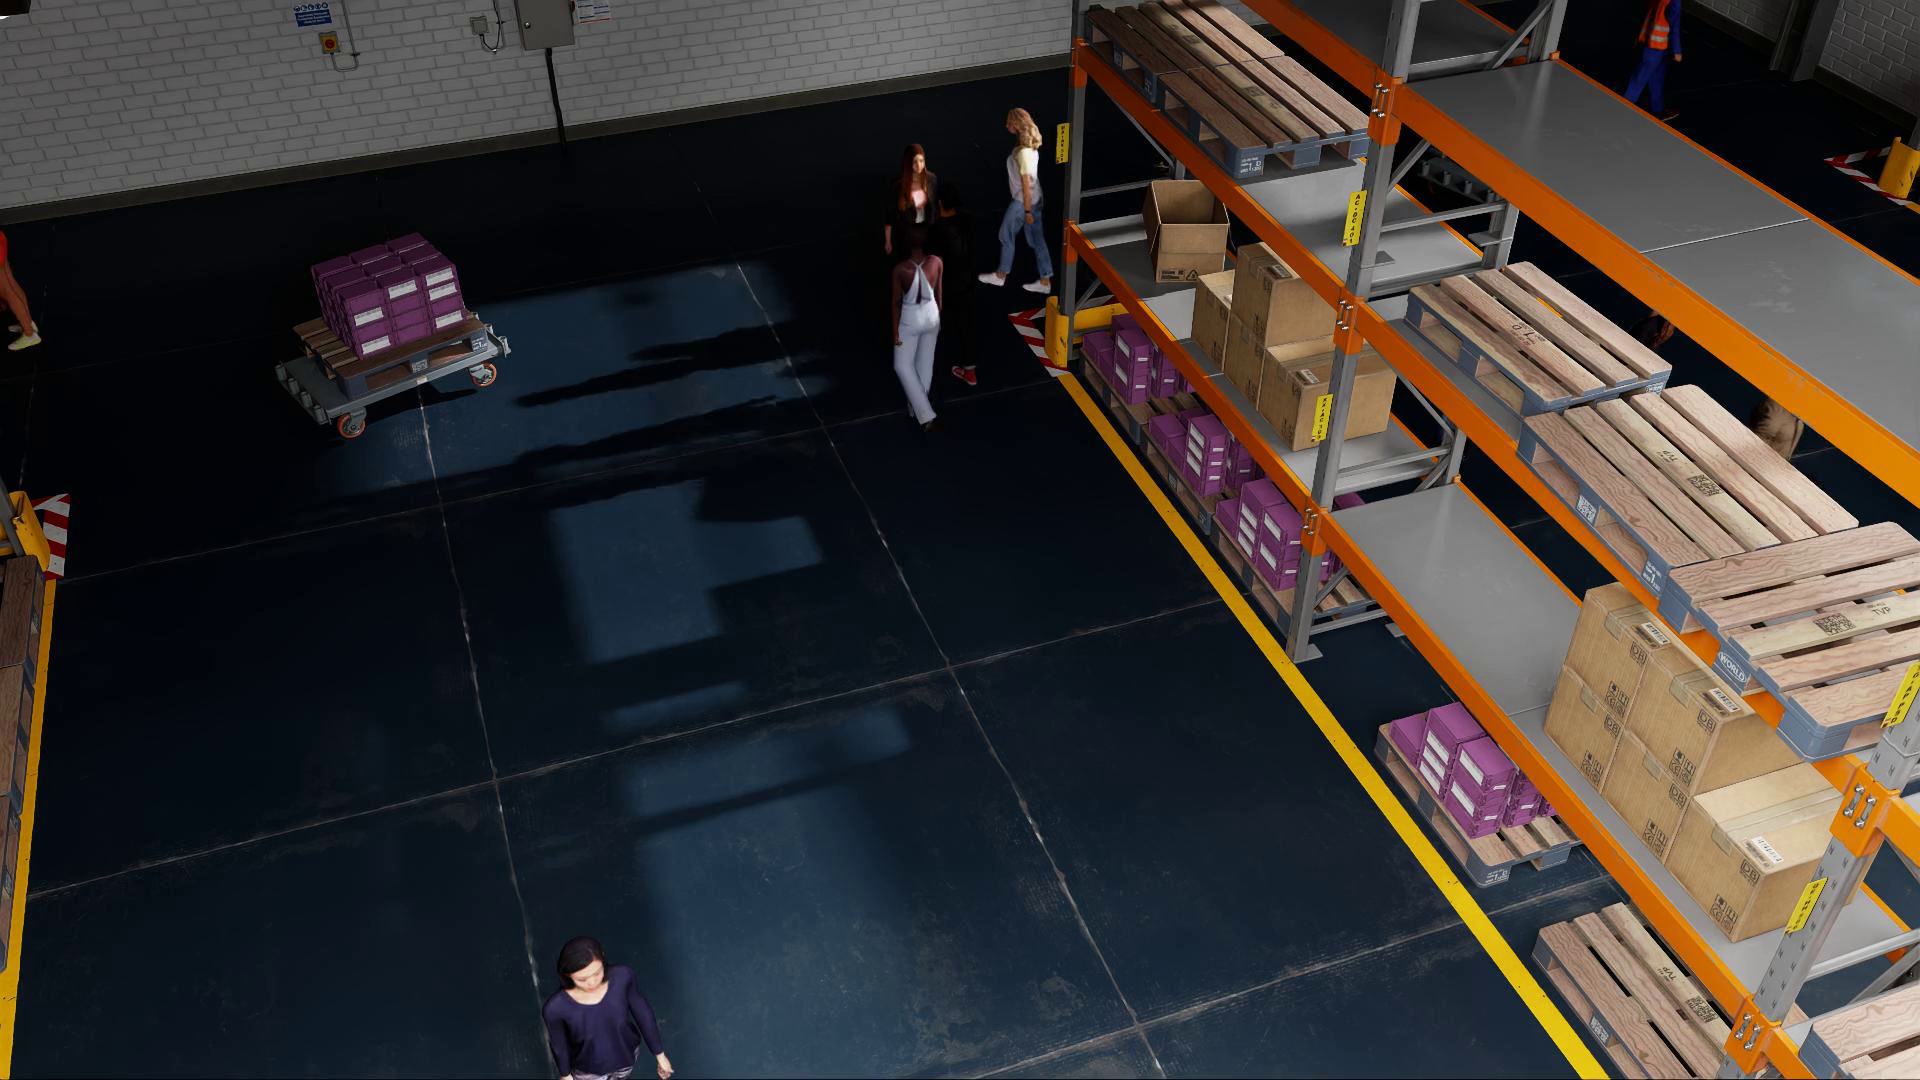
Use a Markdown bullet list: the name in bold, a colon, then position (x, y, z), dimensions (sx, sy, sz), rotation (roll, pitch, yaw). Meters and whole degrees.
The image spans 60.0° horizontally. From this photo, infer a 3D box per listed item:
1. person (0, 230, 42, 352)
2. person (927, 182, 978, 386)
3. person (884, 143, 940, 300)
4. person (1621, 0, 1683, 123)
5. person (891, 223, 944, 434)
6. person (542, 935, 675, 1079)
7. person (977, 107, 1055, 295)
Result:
- **person**: position (-8.086, -2.456, 13.841), dimensions (0.649, 1.788, 0.476), rotation (-7, 39, -9)
- **person**: position (-0.019, -2.005, 13.322), dimensions (0.890, 1.730, 1.096), rotation (-31, 48, -33)
- **person**: position (-0.434, -2.630, 14.130), dimensions (0.673, 1.698, 0.722), rotation (-20, 43, -23)
- **person**: position (7.033, -5.049, 17.050), dimensions (0.970, 1.834, 1.078), rotation (-1, 39, -1)
- **person**: position (-0.286, -1.579, 12.758), dimensions (0.612, 1.769, 0.862), rotation (-15, 41, -18)
- **person**: position (-1.709, 2.378, 7.866), dimensions (0.833, 1.690, 1.130), rotation (-26, 45, -28)
- **person**: position (0.673, -2.918, 14.503), dimensions (0.998, 1.684, 0.998), rotation (7, 39, 9)
